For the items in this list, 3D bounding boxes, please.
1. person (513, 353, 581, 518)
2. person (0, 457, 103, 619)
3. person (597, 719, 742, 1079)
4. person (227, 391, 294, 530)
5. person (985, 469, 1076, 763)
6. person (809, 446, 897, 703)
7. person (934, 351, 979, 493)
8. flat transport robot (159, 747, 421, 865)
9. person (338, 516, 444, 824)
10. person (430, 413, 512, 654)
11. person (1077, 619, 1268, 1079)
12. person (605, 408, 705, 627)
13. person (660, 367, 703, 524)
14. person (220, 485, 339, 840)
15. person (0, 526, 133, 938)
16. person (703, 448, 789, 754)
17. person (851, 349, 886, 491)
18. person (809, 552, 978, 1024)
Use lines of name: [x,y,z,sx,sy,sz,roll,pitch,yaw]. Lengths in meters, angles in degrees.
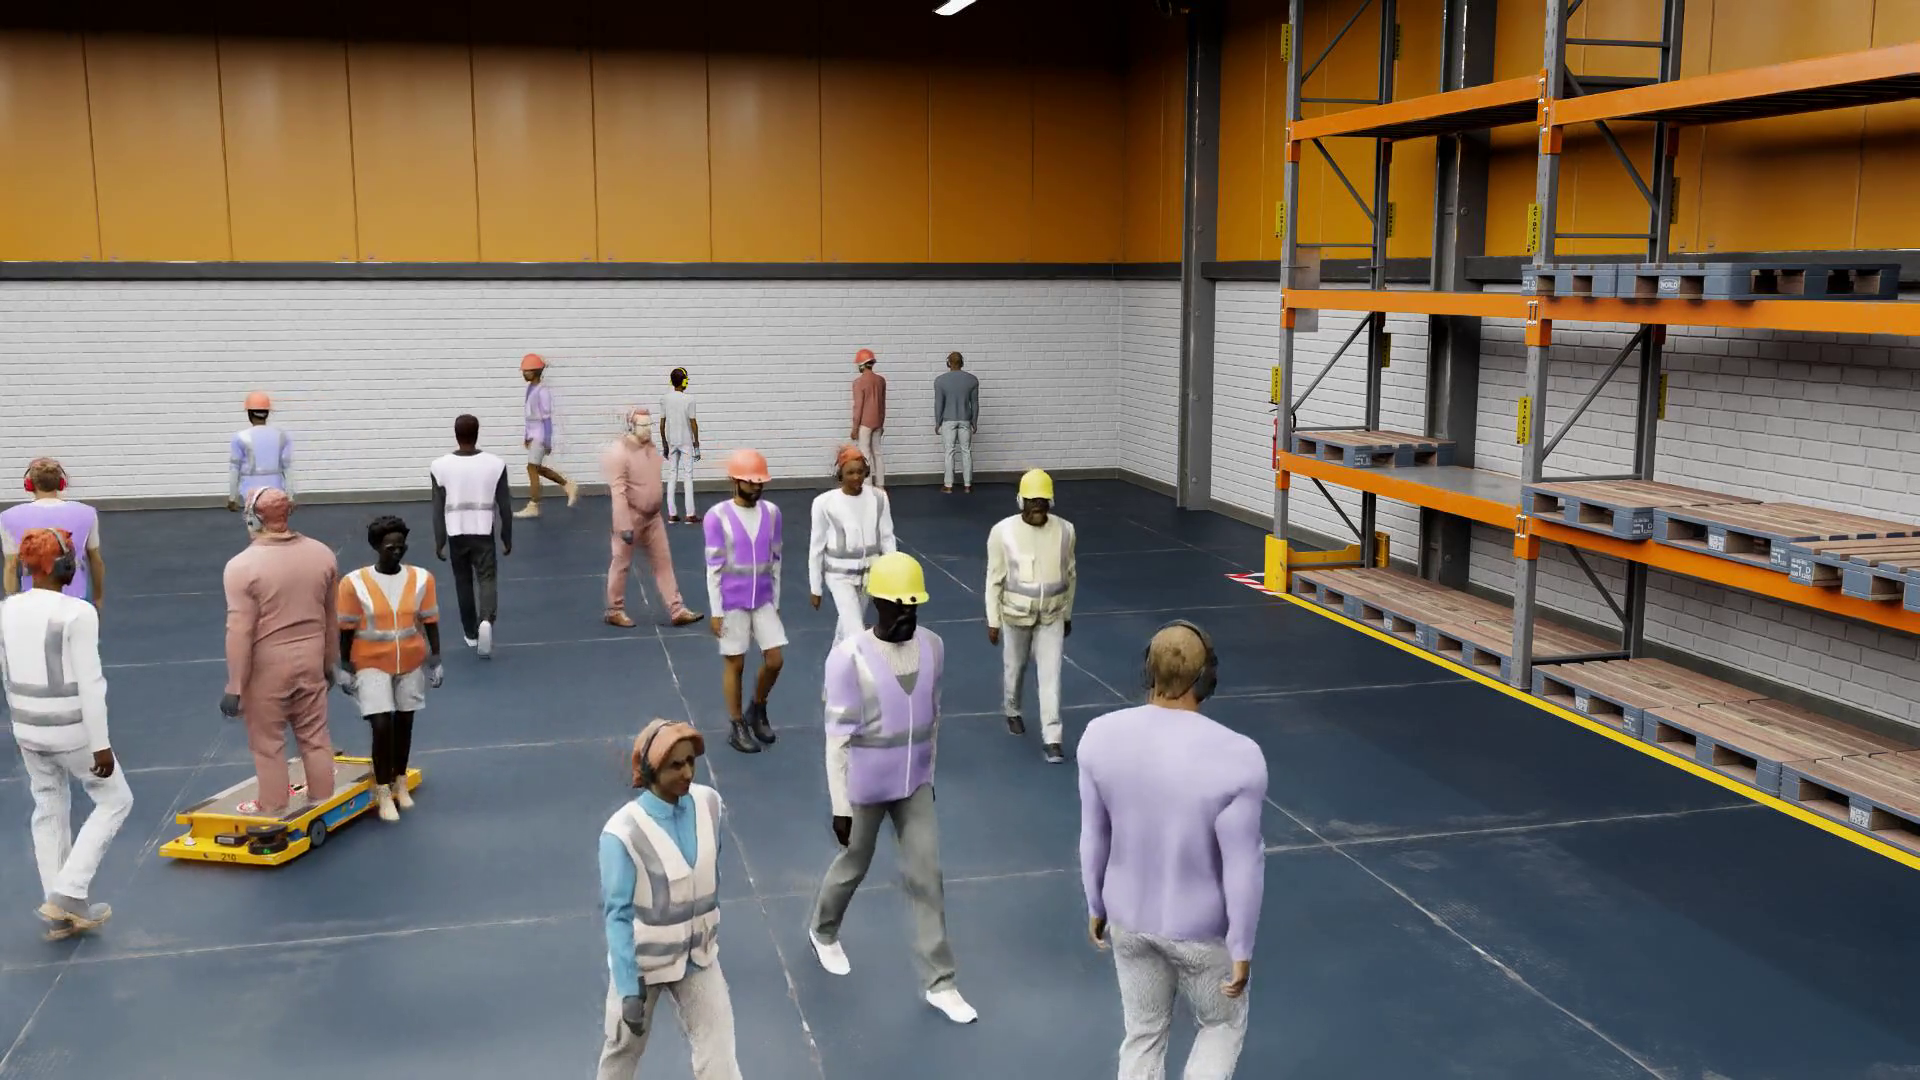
person: [-5.098,-1.285,20.409,0.807,2.023,0.622,-5,10,-28]
person: [-5.782,0.384,10.605,0.593,1.818,0.705,-8,12,-40]
person: [-0.909,1.350,5.280,0.878,1.584,0.541,7,12,38]
person: [-6.503,-0.445,15.575,0.970,1.903,0.545,8,12,40]
person: [0.446,0.433,10.417,0.598,1.792,0.935,-2,9,-11]
person: [-0.679,0.288,11.158,0.565,1.824,0.987,-7,11,-37]
person: [-0.053,-1.595,22.601,0.630,1.937,0.373,-2,9,-13]
flat transport robot: [-3.578,1.415,8.996,0.652,0.197,1.431,2,9,11]
person: [-3.079,0.698,9.072,0.551,1.673,0.599,-7,12,-38]
person: [-3.838,-0.049,13.107,0.598,1.893,0.837,-3,9,-16]
person: [0.666,1.194,5.238,0.632,1.928,0.431,5,10,27]
person: [-2.609,-0.165,13.901,0.946,1.862,0.670,5,10,29]
person: [-3.335,-1.126,19.881,0.515,1.872,0.328,3,10,18]
person: [-3.516,0.664,8.612,0.406,1.911,0.652,6,11,34]
person: [-4.007,0.867,7.451,0.608,1.865,0.414,3,10,20]
person: [-1.319,0.384,10.321,0.551,1.918,0.410,-6,11,-33]
person: [-1.229,-1.536,22.056,0.402,1.990,0.622,7,11,37]
person: [-0.327,0.961,6.839,0.605,1.885,0.981,-7,11,-37]
